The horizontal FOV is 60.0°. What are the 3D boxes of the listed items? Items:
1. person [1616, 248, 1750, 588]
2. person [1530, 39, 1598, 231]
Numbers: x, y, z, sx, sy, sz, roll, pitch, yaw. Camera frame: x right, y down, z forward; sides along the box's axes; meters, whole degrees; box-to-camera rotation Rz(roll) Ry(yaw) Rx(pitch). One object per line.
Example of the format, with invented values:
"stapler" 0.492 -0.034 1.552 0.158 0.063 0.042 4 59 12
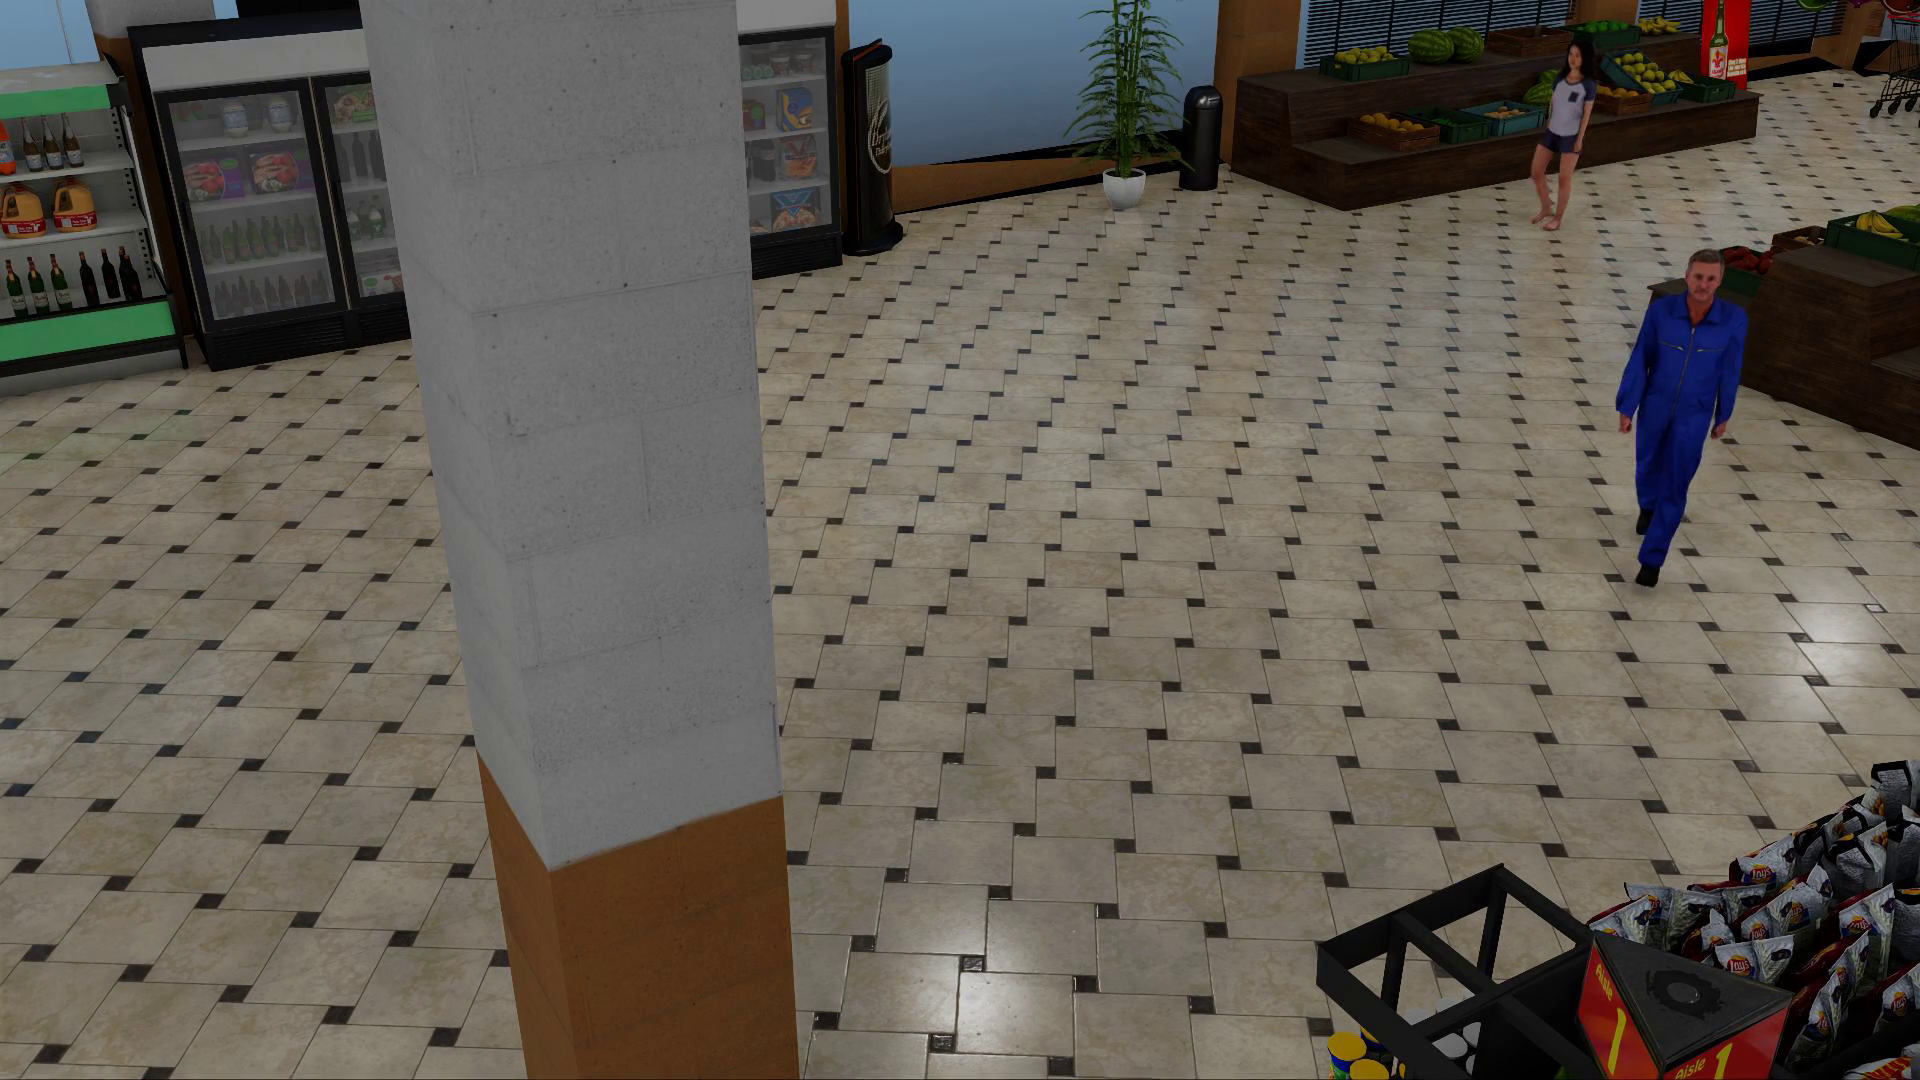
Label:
"person" 3.919 -0.720 9.120 1.140 1.781 1.334 13 30 24
"person" 5.498 -3.654 14.995 0.655 1.699 0.647 -20 33 -34
